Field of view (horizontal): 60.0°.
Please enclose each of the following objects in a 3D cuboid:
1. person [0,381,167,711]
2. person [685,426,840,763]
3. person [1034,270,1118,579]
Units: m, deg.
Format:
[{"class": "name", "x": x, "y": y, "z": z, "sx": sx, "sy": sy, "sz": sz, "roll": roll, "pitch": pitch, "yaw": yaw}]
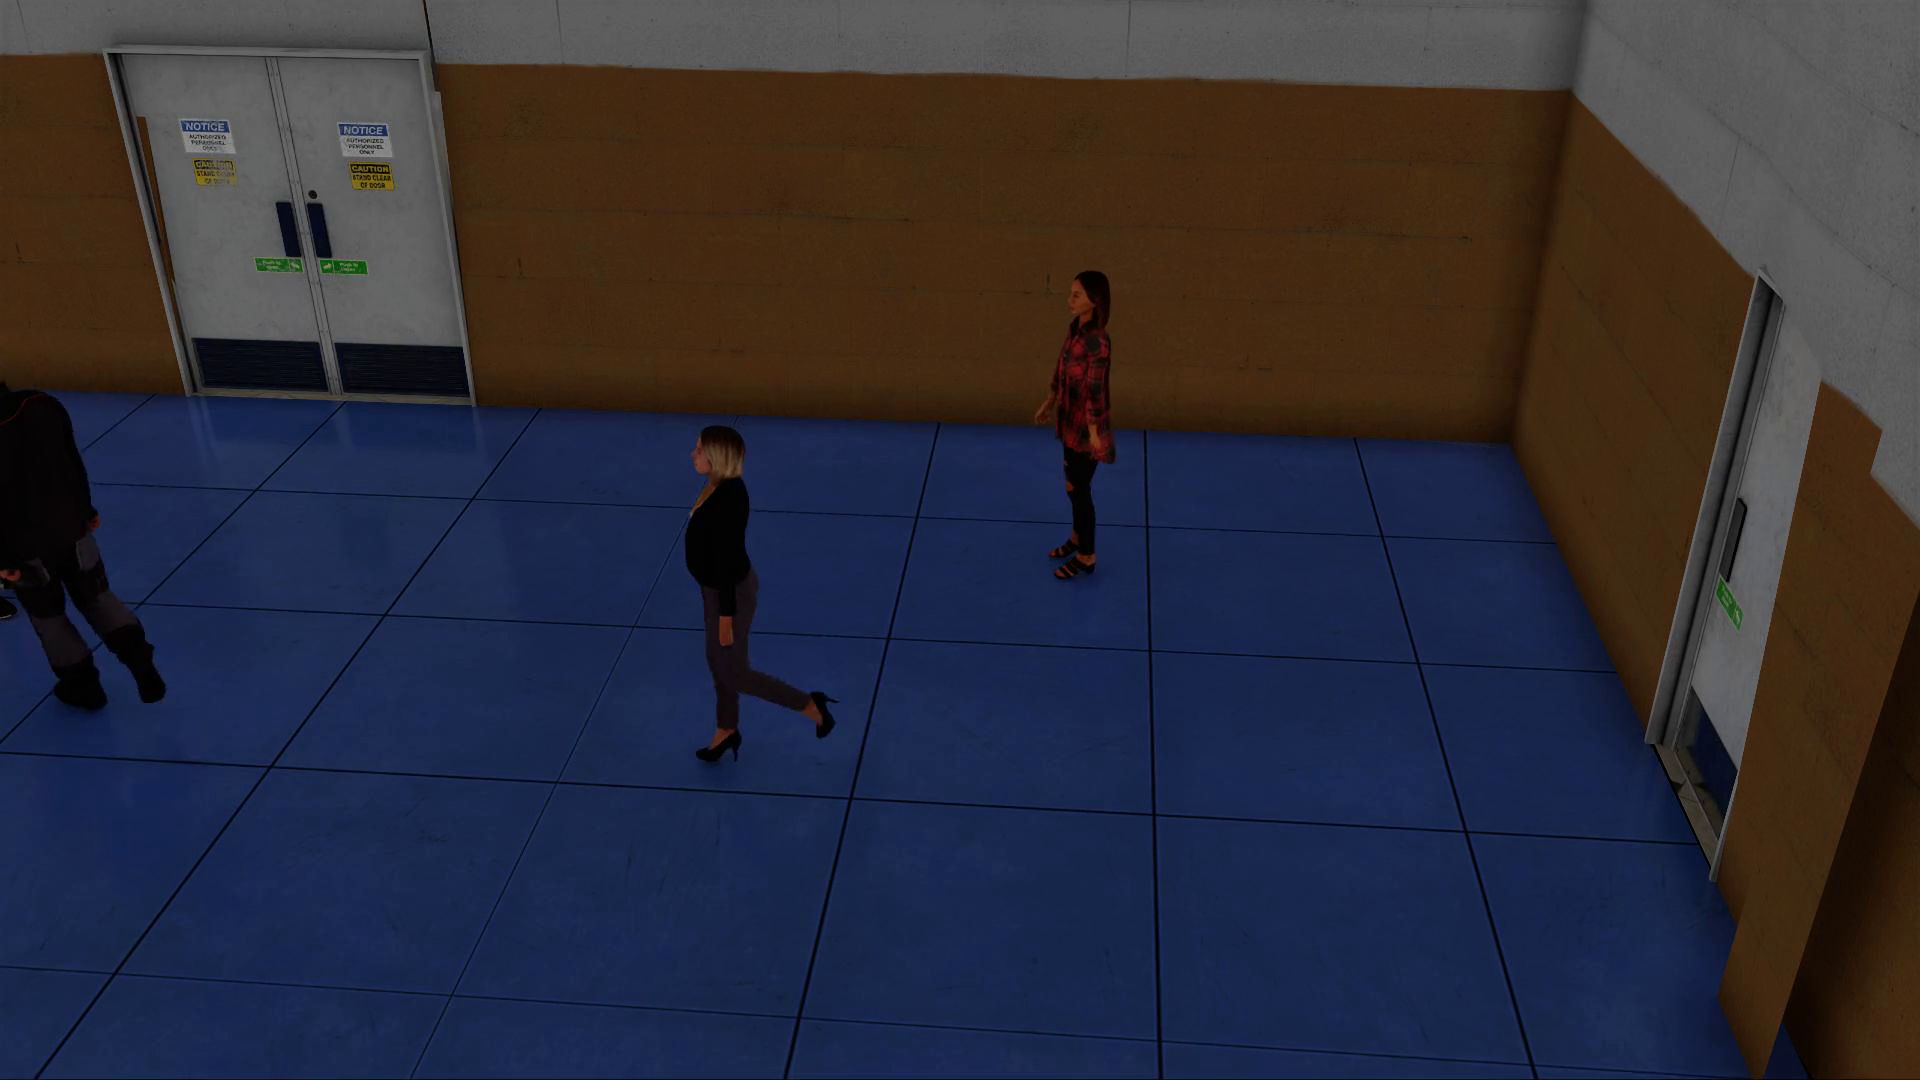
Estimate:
[{"class": "person", "x": -4.052, "y": -0.008, "z": 7.446, "sx": 1.035, "sy": 1.917, "sz": 1.056, "roll": 19, "pitch": 34, "yaw": 31}, {"class": "person", "x": -0.901, "y": 0.286, "z": 7.179, "sx": 0.764, "sy": 1.657, "sz": 0.870, "roll": -3, "pitch": 29, "yaw": -5}, {"class": "person", "x": 0.680, "y": -0.627, "z": 8.808, "sx": 0.760, "sy": 1.699, "sz": 0.641, "roll": -6, "pitch": 29, "yaw": -10}]
